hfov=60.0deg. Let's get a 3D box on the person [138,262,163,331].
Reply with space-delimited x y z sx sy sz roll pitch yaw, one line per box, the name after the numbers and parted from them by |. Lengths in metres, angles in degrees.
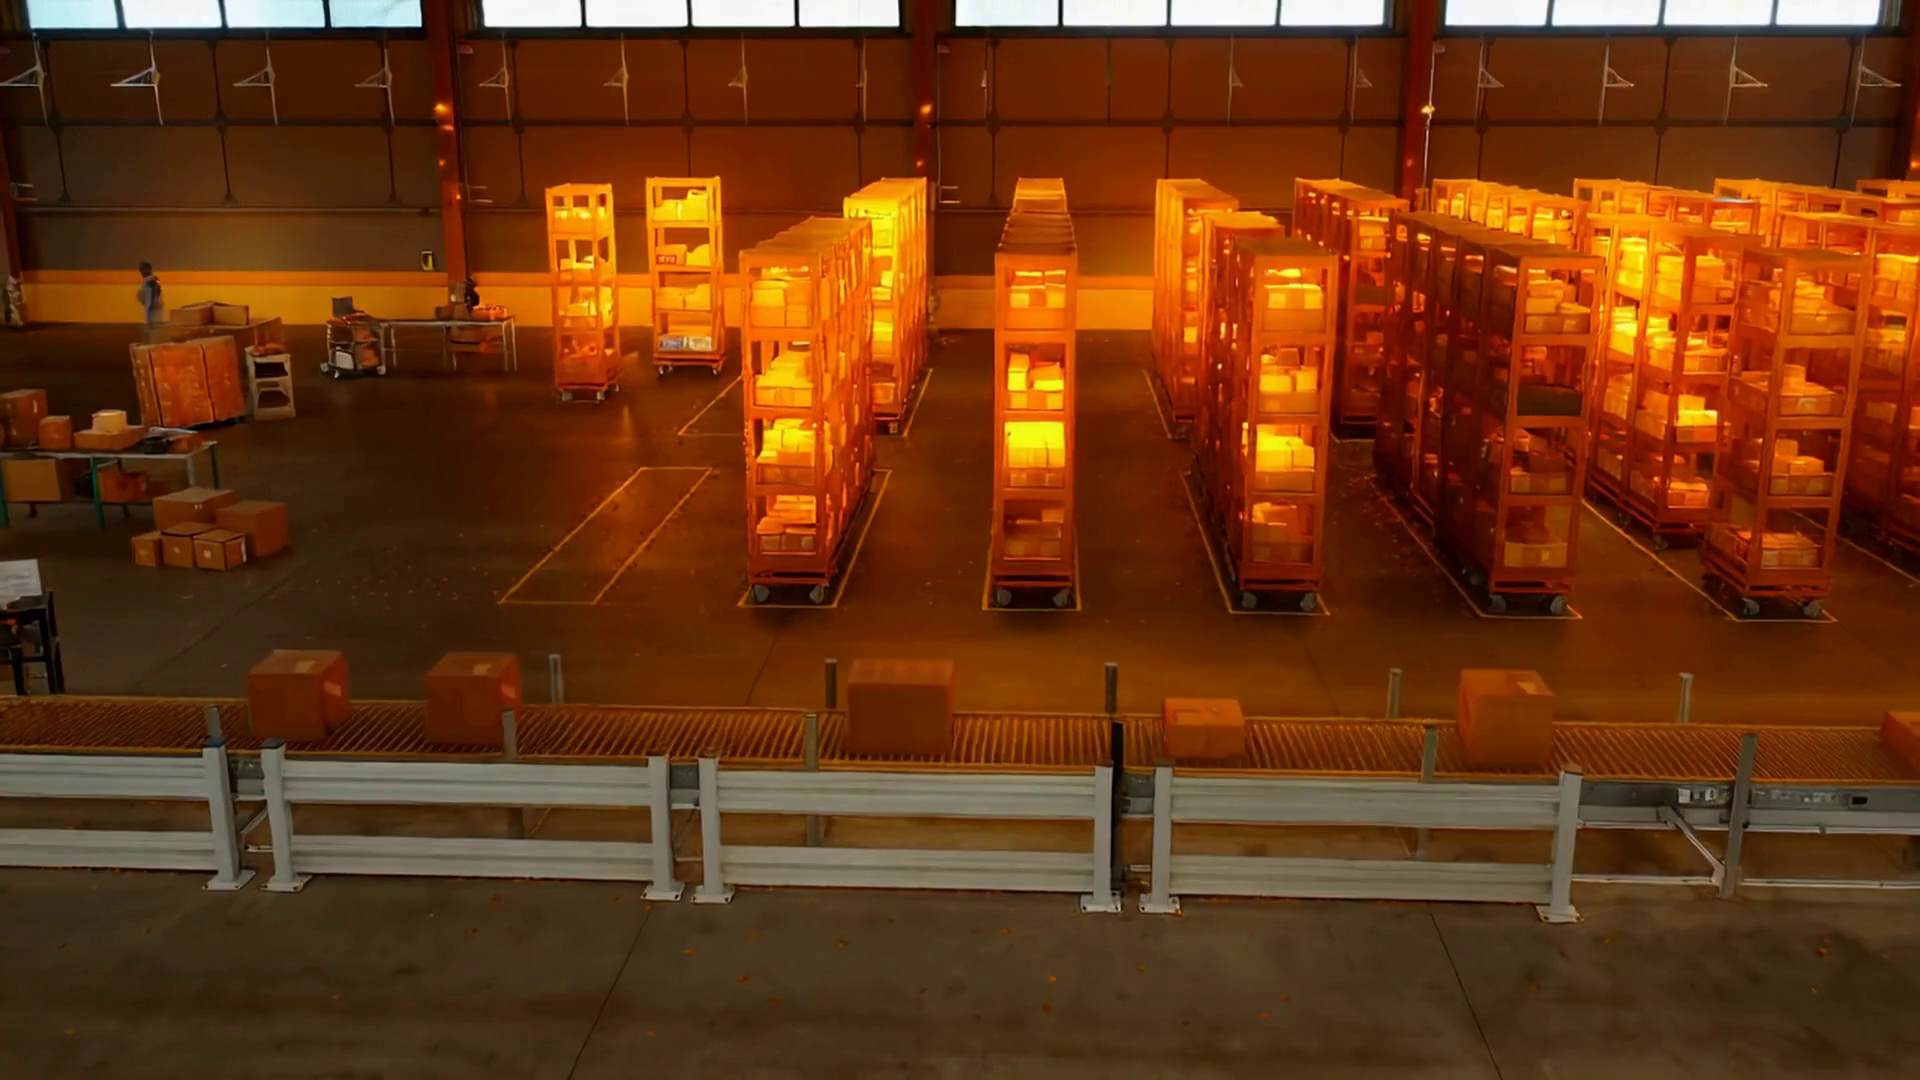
-16.276 -4.684 33.476 0.438 1.830 0.627 -8 17 -29 | person
